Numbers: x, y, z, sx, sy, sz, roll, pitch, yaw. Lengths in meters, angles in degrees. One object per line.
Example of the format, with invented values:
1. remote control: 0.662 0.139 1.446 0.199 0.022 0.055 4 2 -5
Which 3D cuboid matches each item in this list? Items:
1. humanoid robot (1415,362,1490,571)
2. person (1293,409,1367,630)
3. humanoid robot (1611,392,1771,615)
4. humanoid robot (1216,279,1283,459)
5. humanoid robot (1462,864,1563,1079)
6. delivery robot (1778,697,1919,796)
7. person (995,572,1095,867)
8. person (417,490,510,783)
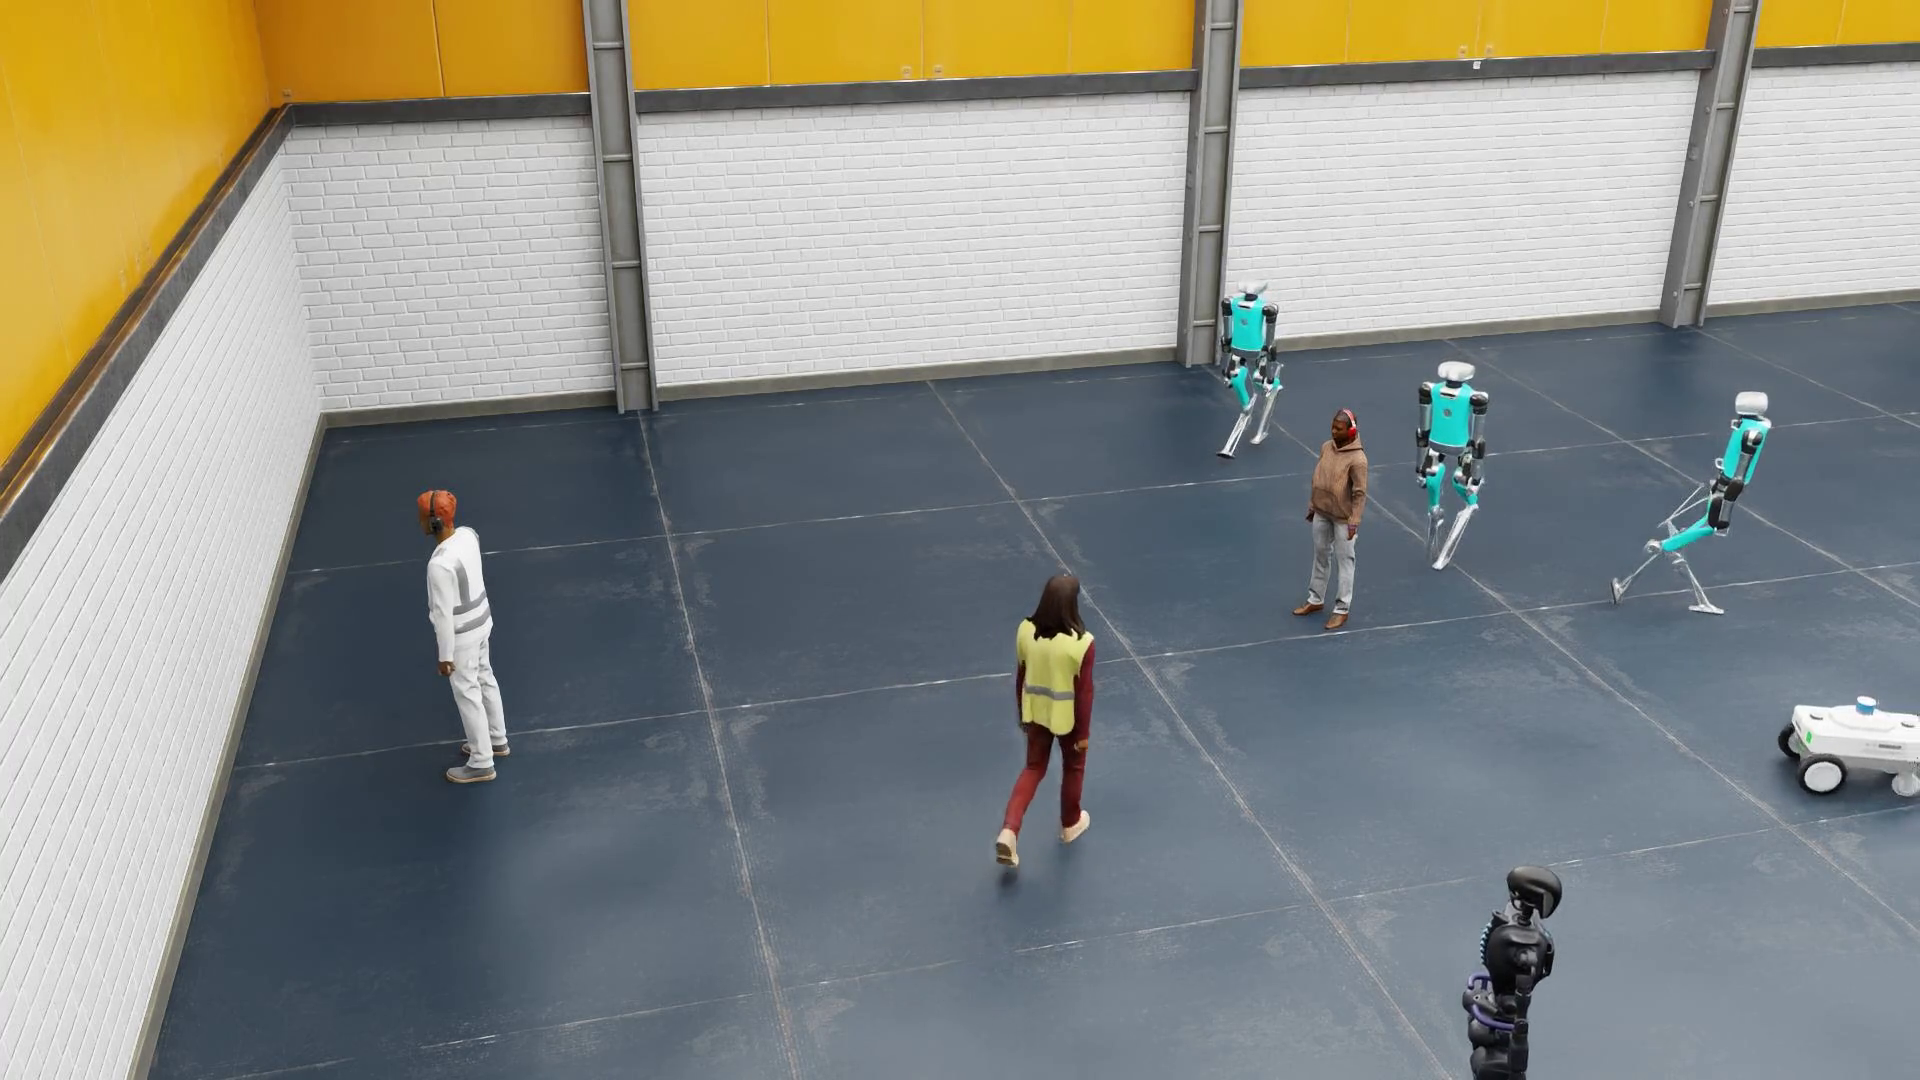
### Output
1. humanoid robot: 3.831 -0.514 12.857 0.538 1.900 0.727 17 29 34
2. person: 2.722 -0.168 12.023 0.338 1.651 0.455 -17 29 -34
3. humanoid robot: 5.275 -0.270 12.163 0.959 1.772 0.555 9 25 20
4. humanoid robot: 2.684 -1.561 15.096 0.530 1.733 1.048 16 28 32
5. humanoid robot: 2.279 2.060 6.941 0.457 1.641 0.609 4 24 8
6. delivery robot: 5.472 1.244 10.182 0.792 0.595 0.499 4 24 10
7. person: 0.497 1.008 9.246 0.475 1.743 0.777 14 27 28
8. person: -3.016 0.572 10.074 0.349 1.877 0.570 1 24 3
